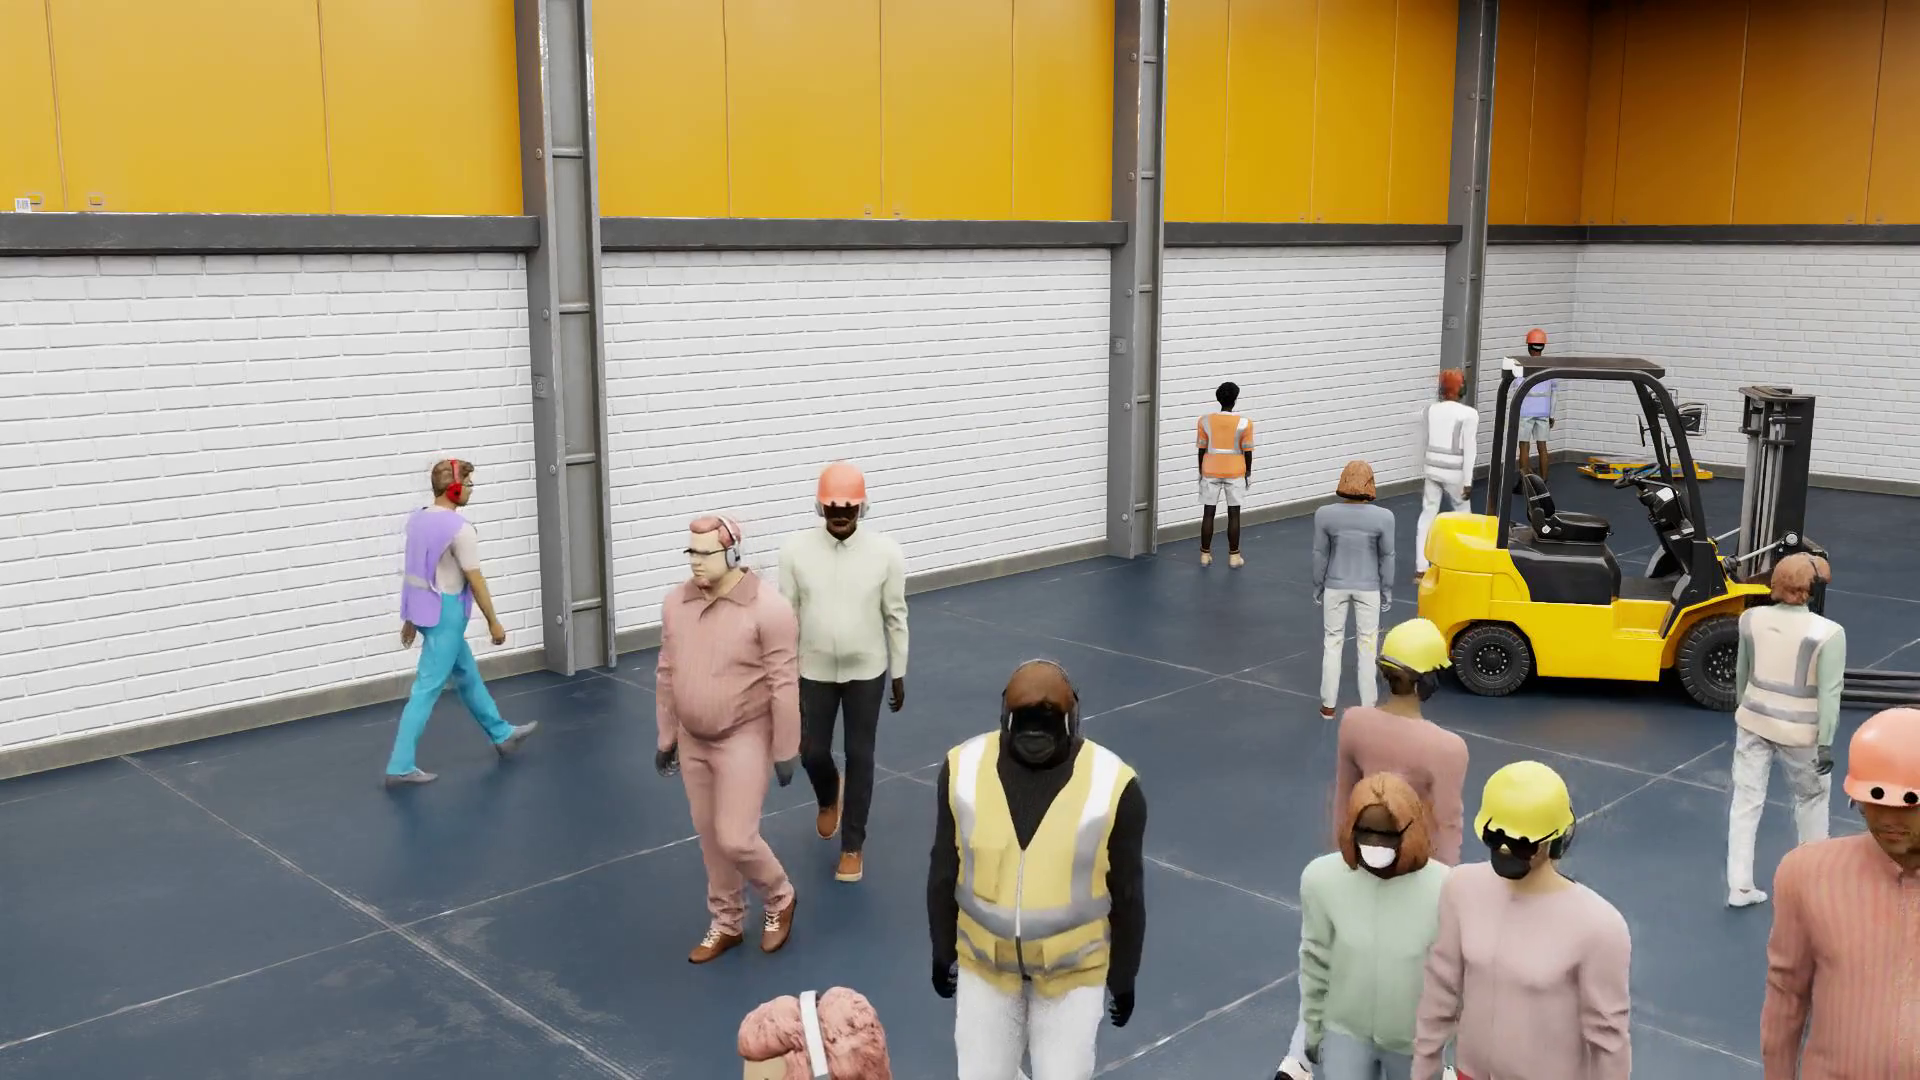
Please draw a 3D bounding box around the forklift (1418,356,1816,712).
[{"bbox_3d":[4.276,-0.101,11.076,2.313,2.155,1.214,2,11,13],"label":"forklift"}]

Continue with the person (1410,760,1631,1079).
[{"bbox_3d":[1.364,1.386,4.165,0.506,1.744,0.556,-7,13,-35],"label":"person"}]

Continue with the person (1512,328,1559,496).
[{"bbox_3d":[6.638,-1.480,19.300,0.551,1.935,0.375,-1,10,-8],"label":"person"}]

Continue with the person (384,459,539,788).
[{"bbox_3d":[-2.797,0.441,9.230,1.017,1.782,0.559,-9,14,-42],"label":"person"}]

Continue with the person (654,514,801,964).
[{"bbox_3d":[-0.982,0.828,6.834,0.642,1.896,0.417,7,12,33],"label":"person"}]

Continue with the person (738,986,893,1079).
[{"bbox_3d":[-0.199,1.599,2.607,0.409,1.903,0.639,-1,10,-7],"label":"person"}]

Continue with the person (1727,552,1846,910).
[{"bbox_3d":[3.754,0.847,7.470,0.745,1.606,0.546,-6,12,-32],"label":"person"}]

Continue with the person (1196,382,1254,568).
[{"bbox_3d":[2.403,-0.590,15.118,0.534,1.691,0.318,3,11,17],"label":"person"}]

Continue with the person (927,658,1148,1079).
[{"bbox_3d":[0.230,1.211,4.899,0.655,1.832,0.576,3,11,14],"label":"person"}]

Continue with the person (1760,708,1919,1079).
[{"bbox_3d":[2.213,1.334,3.922,0.623,1.952,0.973,7,12,32],"label":"person"}]

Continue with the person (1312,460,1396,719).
[{"bbox_3d":[2.437,0.317,10.327,0.505,1.633,0.279,3,11,18],"label":"person"}]

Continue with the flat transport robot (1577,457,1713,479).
[{"bbox_3d":[8.511,-0.901,20.688,1.431,0.197,0.652,0,10,-2],"label":"flat transport robot"}]

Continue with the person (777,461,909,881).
[{"bbox_3d":[-0.555,0.592,7.870,0.640,1.979,0.562,0,10,0],"label":"person"}]

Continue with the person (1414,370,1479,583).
[{"bbox_3d":[4.302,-0.562,14.548,0.927,1.836,0.602,-9,14,-41],"label":"person"}]

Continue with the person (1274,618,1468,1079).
[{"bbox_3d":[1.435,1.124,5.640,0.779,1.742,0.527,-8,13,-37],"label":"person"}]

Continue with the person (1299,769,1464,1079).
[{"bbox_3d":[1.213,1.371,4.677,0.513,1.601,0.667,5,11,24],"label":"person"}]
